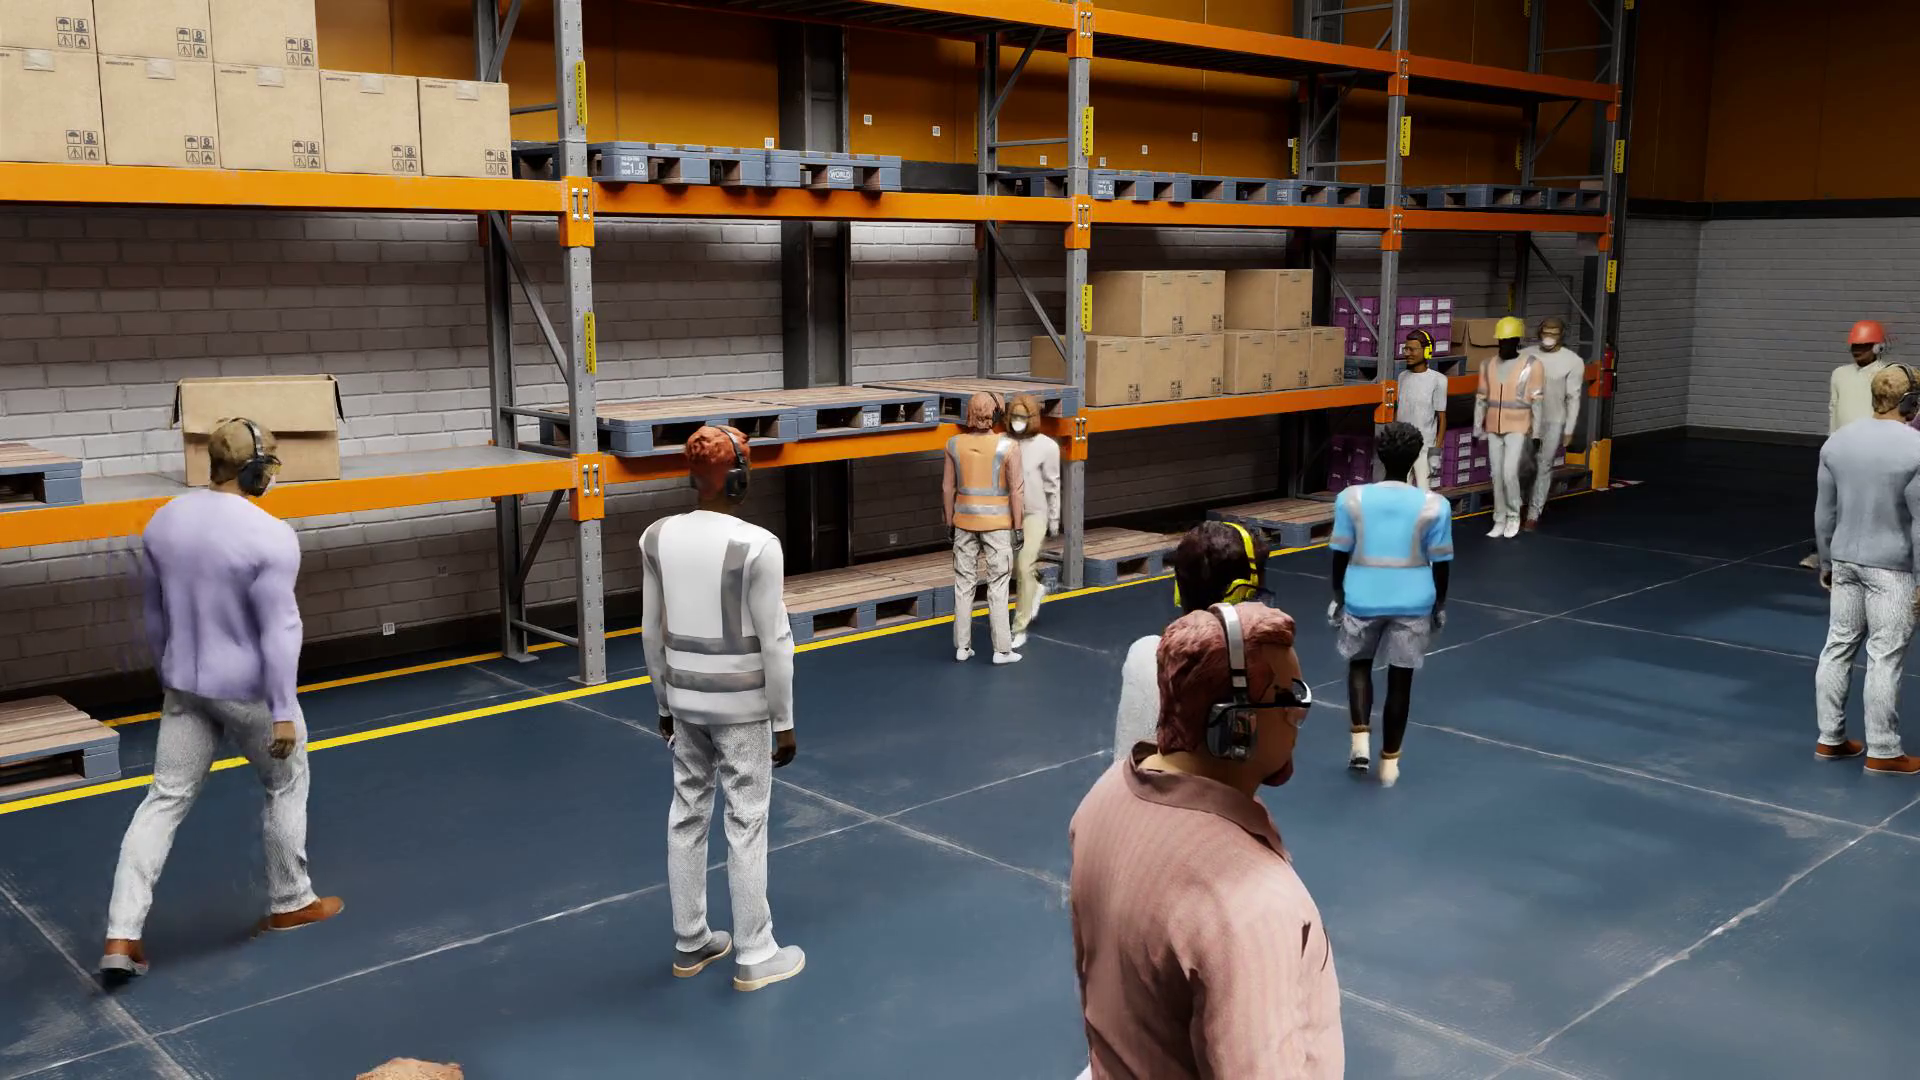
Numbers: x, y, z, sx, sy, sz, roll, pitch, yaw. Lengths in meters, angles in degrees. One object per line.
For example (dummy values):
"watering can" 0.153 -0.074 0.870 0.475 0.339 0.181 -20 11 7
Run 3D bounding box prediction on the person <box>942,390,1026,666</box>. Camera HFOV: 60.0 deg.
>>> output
"person" 0.142 -0.067 9.906 0.523 1.638 0.310 4 11 24

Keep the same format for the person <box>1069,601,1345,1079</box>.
"person" 0.409 1.035 2.673 0.408 1.906 0.653 -3 10 -15

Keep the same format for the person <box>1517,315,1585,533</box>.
"person" 5.171 -1.031 14.736 0.659 1.919 0.560 6 11 31

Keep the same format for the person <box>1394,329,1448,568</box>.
"person" 3.509 -0.683 12.837 0.328 1.873 0.521 -6 12 -32

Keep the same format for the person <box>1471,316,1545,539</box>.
"person" 4.671 -0.951 14.264 0.438 1.913 0.610 -8 13 -41

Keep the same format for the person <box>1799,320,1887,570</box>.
"person" 7.022 -0.735 12.941 1.019 1.944 0.635 -6 11 -31

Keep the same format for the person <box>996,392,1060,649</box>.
"person" 0.443 -0.149 10.492 0.517 1.610 0.643 6 11 30

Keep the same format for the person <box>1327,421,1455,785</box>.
"person" 1.972 0.295 7.634 0.556 1.684 0.368 4 10 20

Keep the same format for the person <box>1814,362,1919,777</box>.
"person" 4.318 0.136 7.841 0.379 1.940 0.629 -4 10 -21

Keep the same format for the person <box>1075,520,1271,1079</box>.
"person" 0.415 0.863 3.860 0.647 1.844 0.558 -4 10 -21

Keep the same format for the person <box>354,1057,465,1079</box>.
"person" -0.698 1.350 1.736 0.534 1.601 0.674 4 10 20

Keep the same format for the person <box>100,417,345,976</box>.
"person" -2.590 0.542 5.681 0.663 1.895 0.912 3 10 18

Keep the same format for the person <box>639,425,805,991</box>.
"person" -0.787 0.559 5.531 0.575 1.883 0.355 5 11 28
